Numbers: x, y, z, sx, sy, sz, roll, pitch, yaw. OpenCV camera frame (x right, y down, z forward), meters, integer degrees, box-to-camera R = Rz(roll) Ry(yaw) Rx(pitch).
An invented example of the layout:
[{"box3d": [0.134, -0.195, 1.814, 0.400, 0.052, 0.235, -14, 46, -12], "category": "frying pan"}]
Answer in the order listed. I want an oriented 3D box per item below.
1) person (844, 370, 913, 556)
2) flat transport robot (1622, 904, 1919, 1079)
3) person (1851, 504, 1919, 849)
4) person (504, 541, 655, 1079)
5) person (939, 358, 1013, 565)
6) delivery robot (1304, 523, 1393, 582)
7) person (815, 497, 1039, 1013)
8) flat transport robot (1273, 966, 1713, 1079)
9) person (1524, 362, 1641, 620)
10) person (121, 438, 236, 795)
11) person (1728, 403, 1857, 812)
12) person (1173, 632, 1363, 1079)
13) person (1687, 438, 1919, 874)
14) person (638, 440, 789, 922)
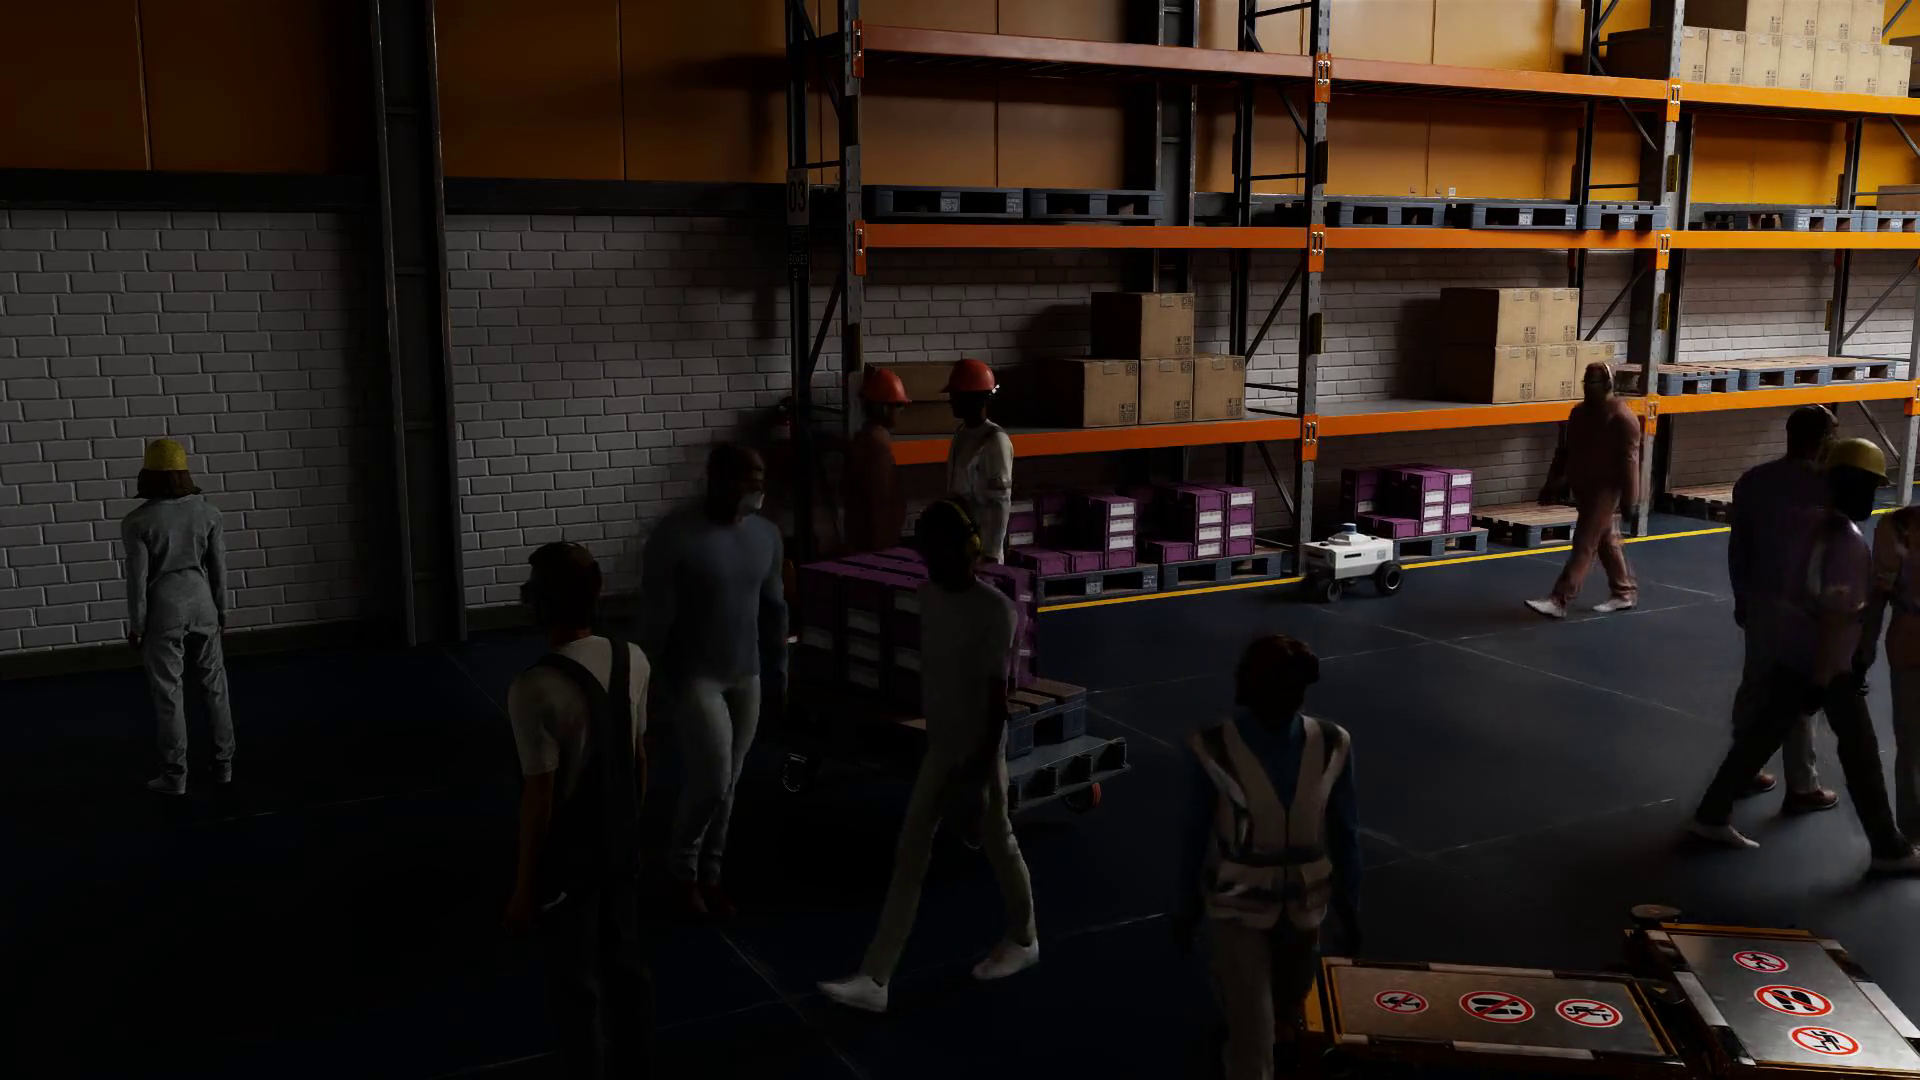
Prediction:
[{"box3d": [-0.546, 0.010, 9.588, 0.675, 1.978, 0.622, -2, 10, -13], "category": "person"}, {"box3d": [2.705, 1.571, 5.489, 0.652, 0.197, 1.431, 1, 10, 8], "category": "flat transport robot"}, {"box3d": [4.054, 0.511, 6.902, 0.608, 1.898, 0.746, 7, 12, 34], "category": "person"}, {"box3d": [-1.090, 0.913, 4.750, 0.345, 1.847, 0.504, 5, 11, 28], "category": "person"}, {"box3d": [0.070, -0.008, 9.481, 0.378, 2.045, 0.605, -4, 11, -24], "category": "person"}, {"box3d": [2.988, 0.113, 12.794, 0.707, 0.478, 0.477, -6, 12, -31], "category": "delivery robot"}, {"box3d": [-0.049, 0.752, 5.779, 1.006, 1.807, 0.530, -9, 14, -43], "category": "person"}, {"box3d": [1.642, 1.593, 5.365, 1.431, 0.197, 0.652, 1, 10, 8], "category": "flat transport robot"}, {"box3d": [4.534, -0.354, 12.034, 1.016, 1.849, 0.656, -2, 10, -13], "category": "person"}, {"box3d": [-3.841, 0.372, 8.159, 0.297, 1.743, 0.493, 8, 13, 40], "category": "person"}, {"box3d": [3.954, 0.317, 7.927, 0.377, 1.934, 0.629, -5, 11, -28], "category": "person"}, {"box3d": [0.859, 1.035, 4.750, 0.525, 1.602, 0.797, -2, 10, -13], "category": "person"}, {"box3d": [3.707, 0.490, 7.174, 0.991, 1.858, 0.586, 1, 10, 8], "category": "person"}, {"box3d": [-0.946, 0.566, 6.538, 0.660, 1.917, 0.450, -10, 14, -44], "category": "person"}]
